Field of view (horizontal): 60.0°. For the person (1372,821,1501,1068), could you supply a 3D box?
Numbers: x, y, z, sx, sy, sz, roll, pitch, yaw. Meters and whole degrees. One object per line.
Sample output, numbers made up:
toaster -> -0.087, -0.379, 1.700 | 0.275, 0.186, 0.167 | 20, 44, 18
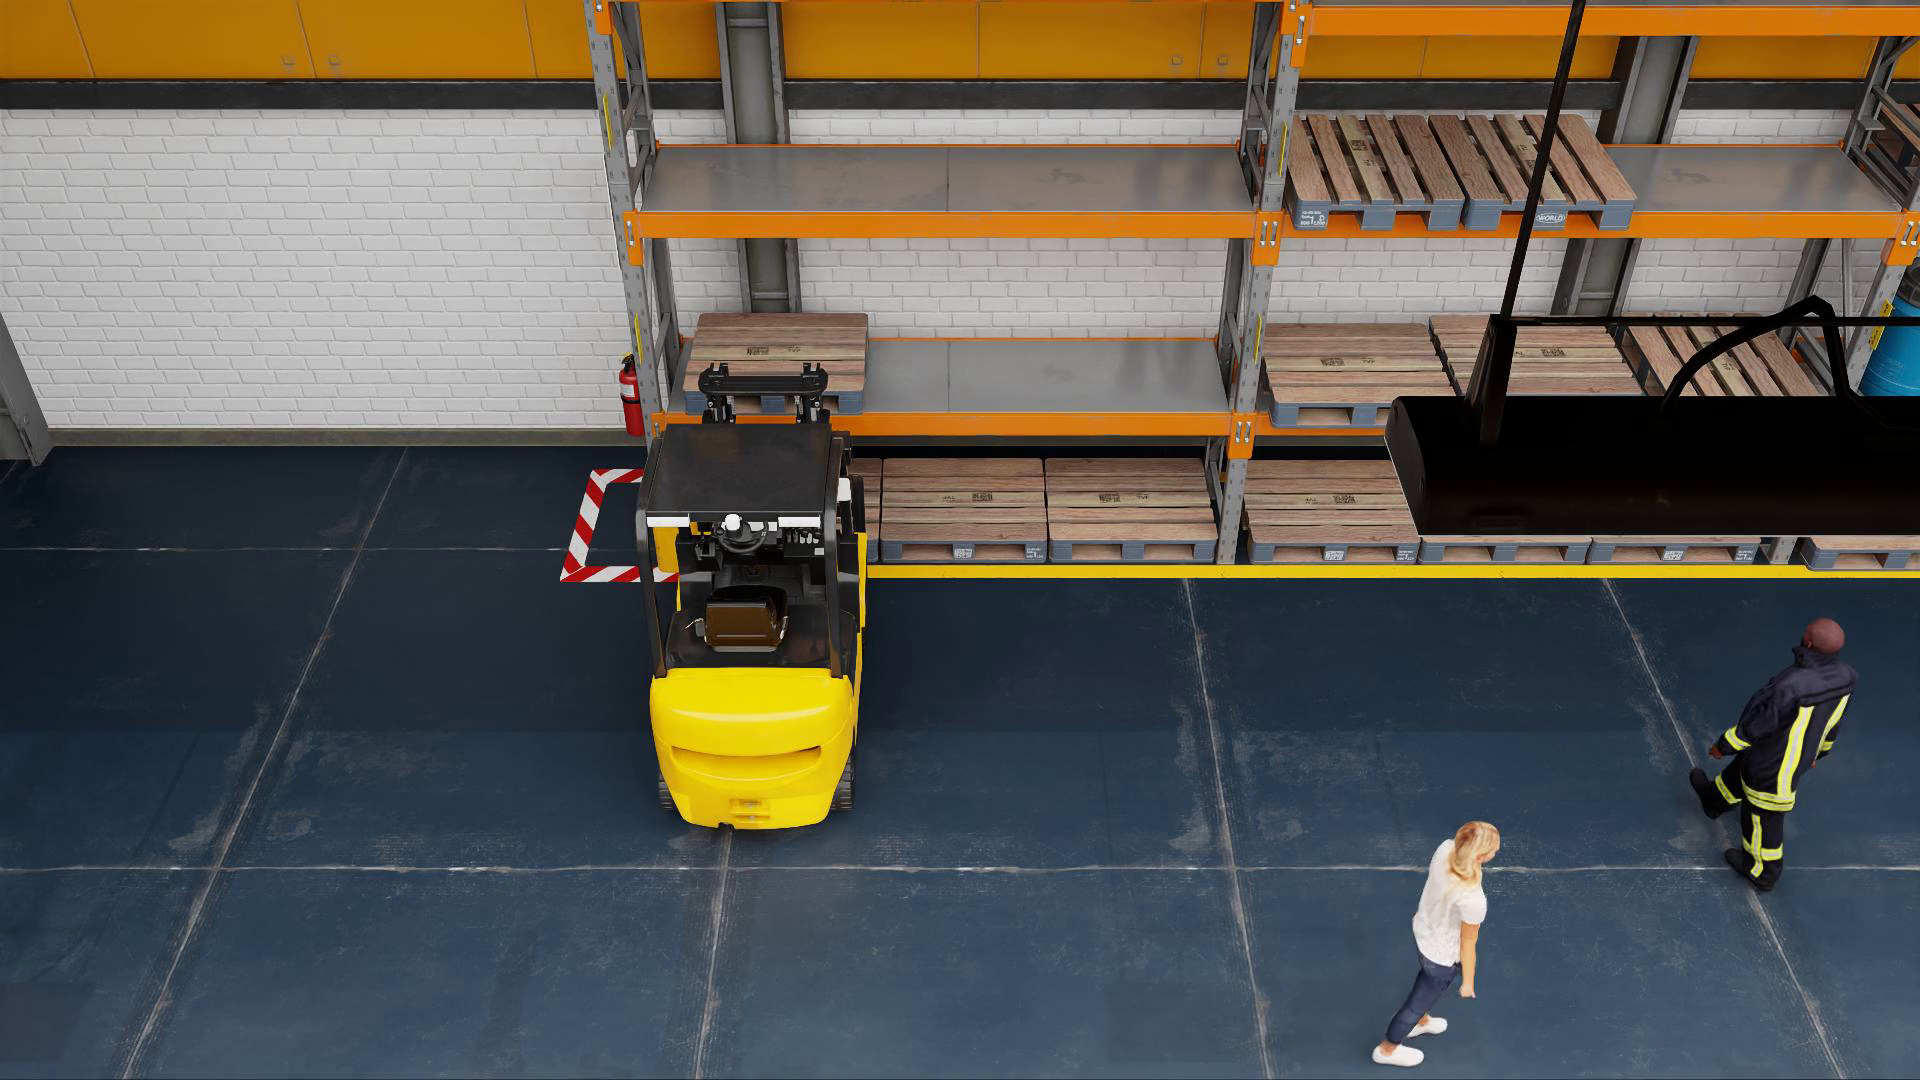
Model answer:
person -> 2.287, 2.022, 8.266 | 0.688, 1.796, 0.661 | -3, 39, -4

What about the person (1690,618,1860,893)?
person -> 4.632, 1.225, 9.270 | 1.159, 1.788, 1.085 | -16, 41, -19
